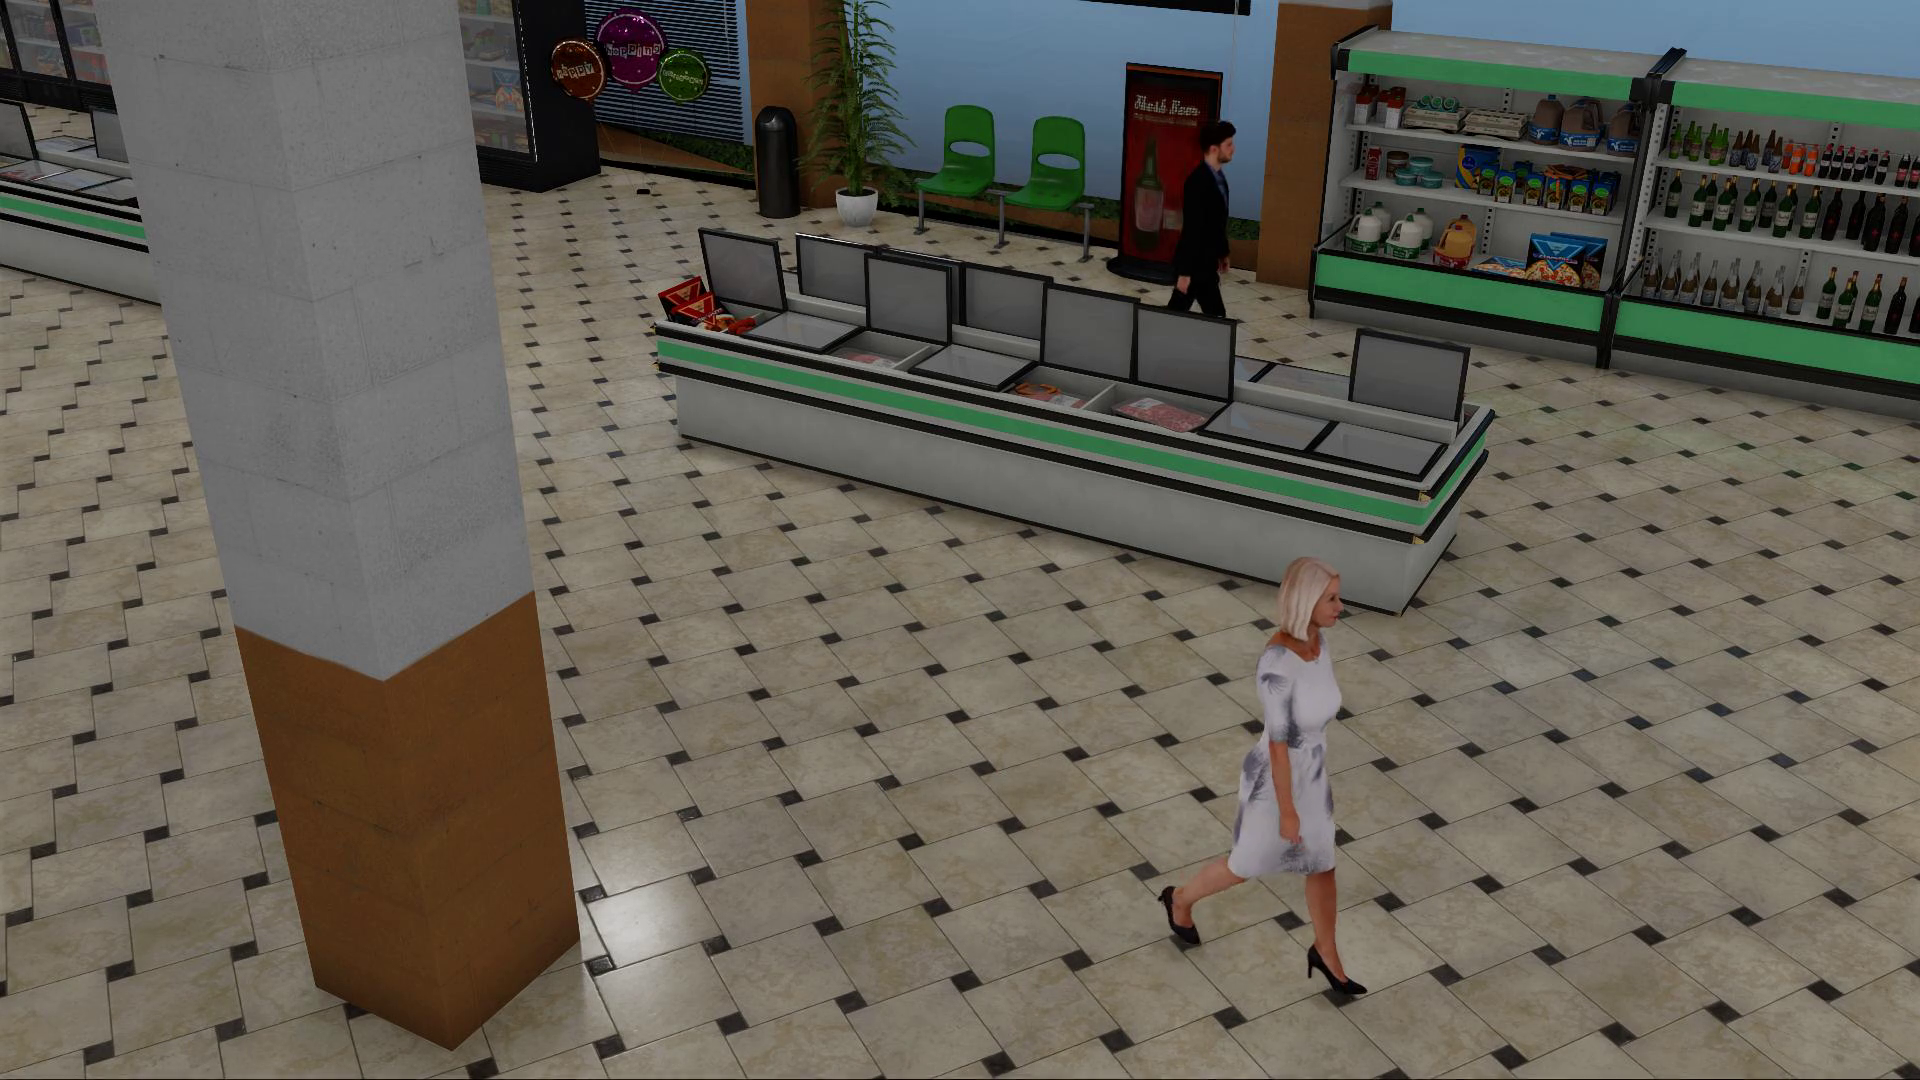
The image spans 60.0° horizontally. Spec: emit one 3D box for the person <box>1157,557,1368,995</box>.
[{"bbox_3d":[1.090,0.863,5.959,1.082,1.718,0.696,20,33,34],"label":"person"}]
